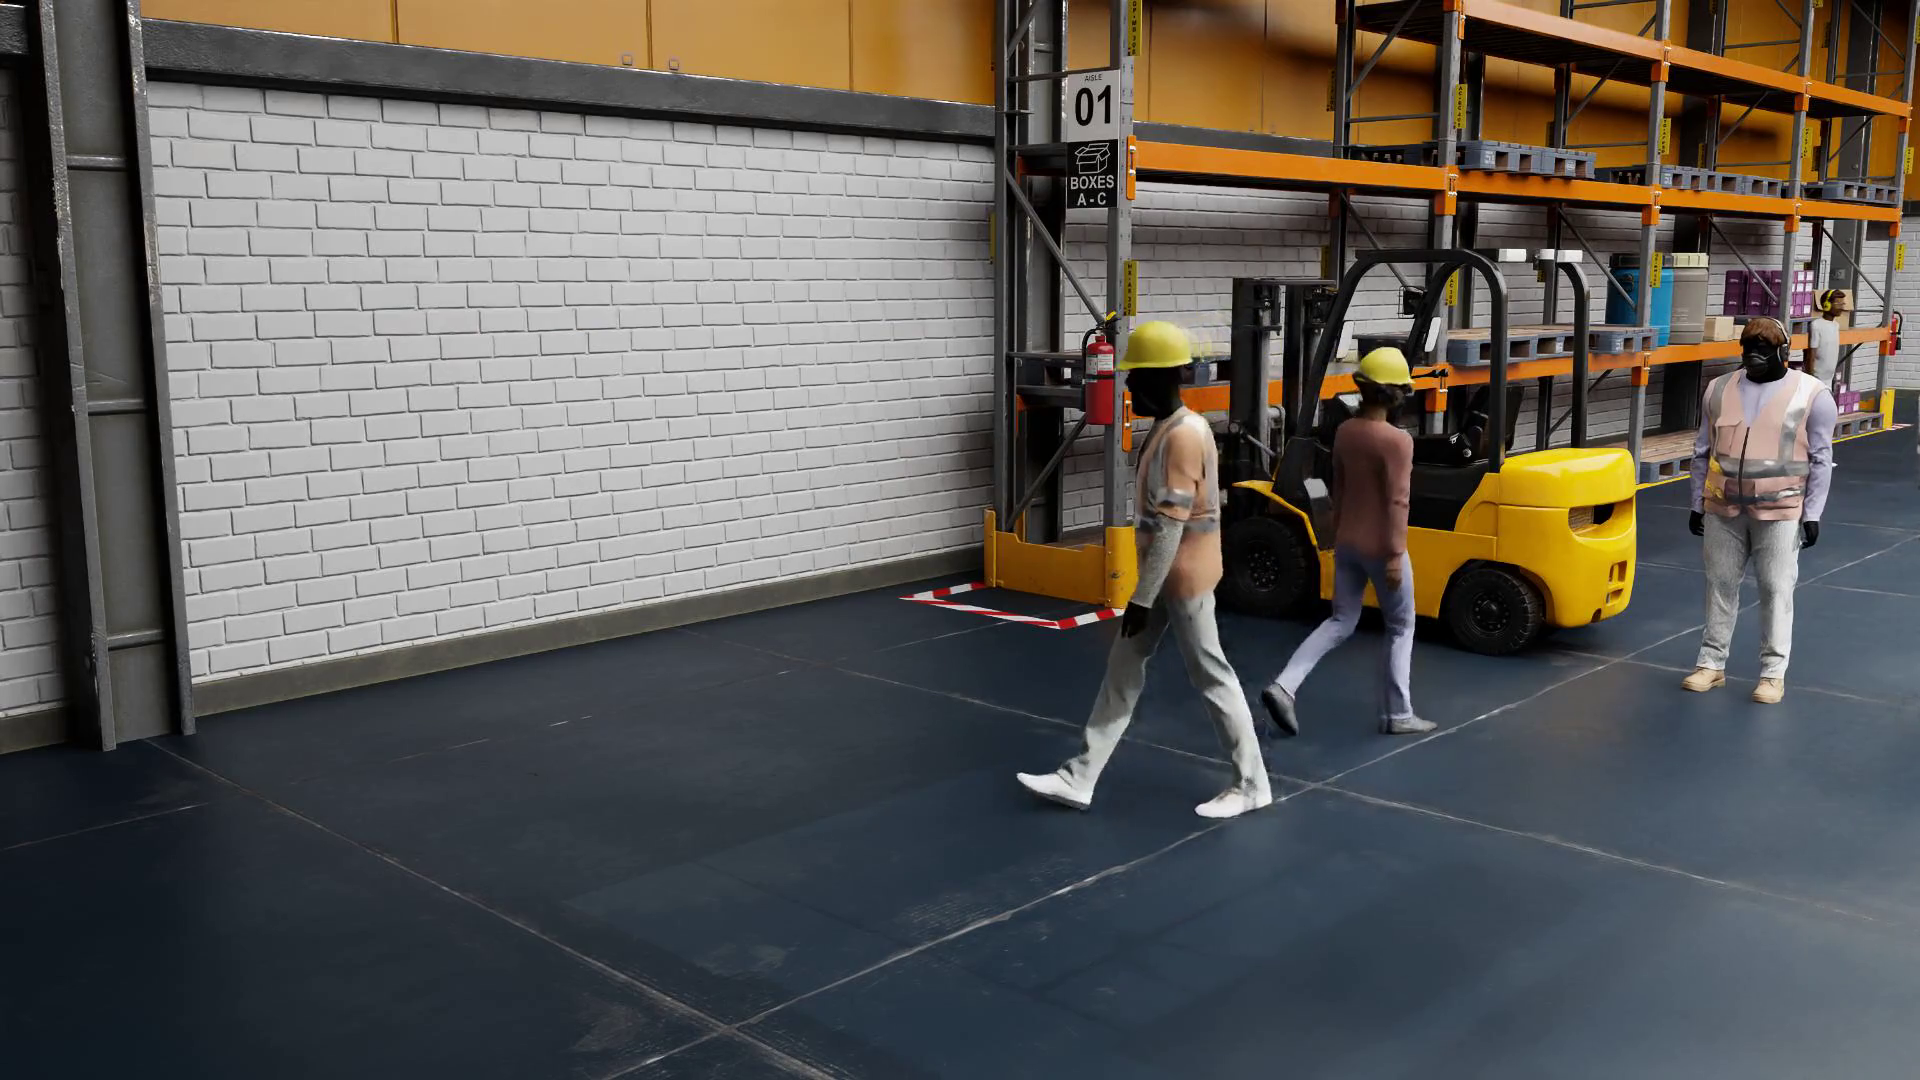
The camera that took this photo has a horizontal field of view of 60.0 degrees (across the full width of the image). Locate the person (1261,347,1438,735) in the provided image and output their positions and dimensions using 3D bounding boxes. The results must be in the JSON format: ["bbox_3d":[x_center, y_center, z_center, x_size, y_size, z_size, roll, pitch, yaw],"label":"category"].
[{"bbox_3d":[1.740,0.025,7.285,0.779,1.743,0.527,-4,10,-22],"label":"person"}]

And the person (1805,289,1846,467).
[{"bbox_3d":[8.984,-1.672,17.327,0.519,1.860,0.321,-6,11,-34],"label":"person"}]

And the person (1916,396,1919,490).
[{"bbox_3d":[4.808,-0.149,7.831,0.591,1.906,0.497,5,11,30],"label":"person"}]

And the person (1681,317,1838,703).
[{"bbox_3d":[3.817,-0.144,8.002,0.429,1.841,0.633,-9,13,-44],"label":"person"}]

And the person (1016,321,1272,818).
[{"bbox_3d":[0.741,0.131,6.209,0.988,1.872,0.604,-1,9,-4],"label":"person"}]

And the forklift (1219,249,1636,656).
[{"bbox_3d":[2.710,-0.584,9.626,2.313,2.155,1.214,9,13,43],"label":"forklift"}]
